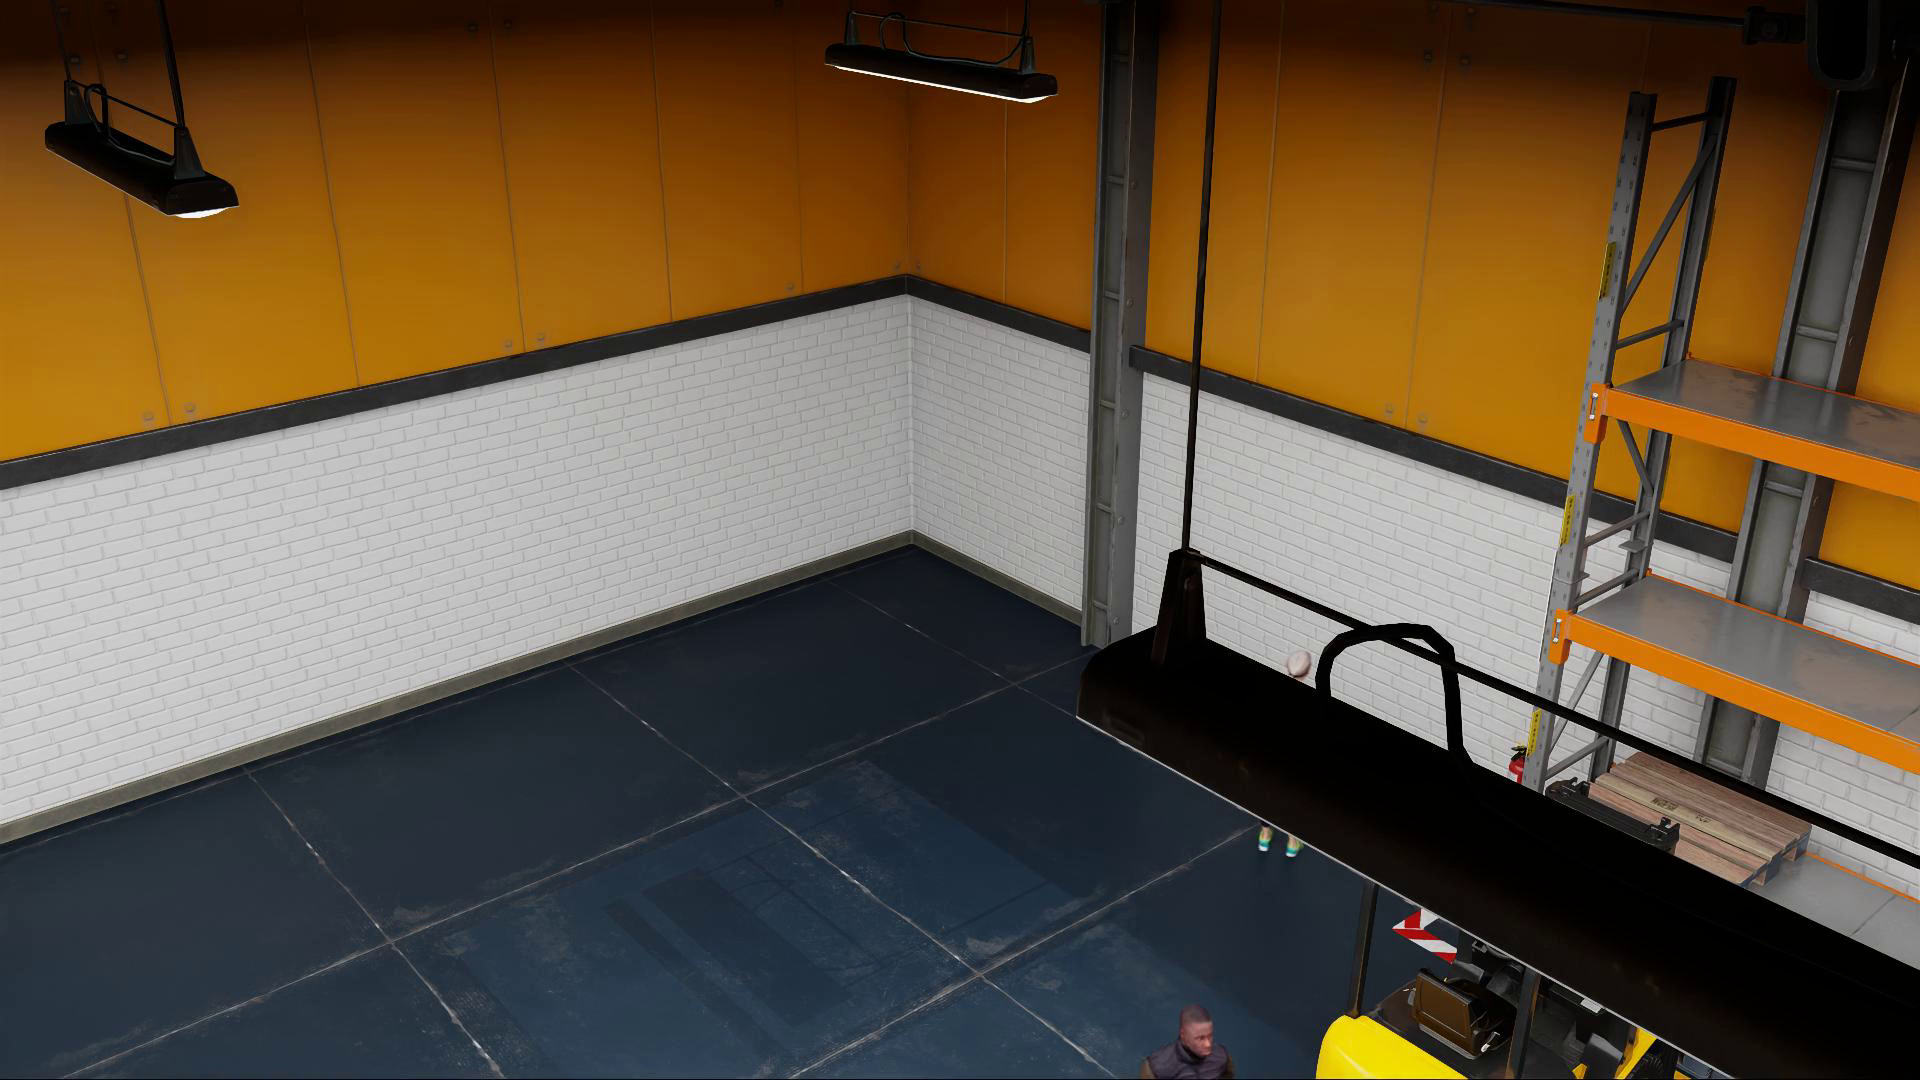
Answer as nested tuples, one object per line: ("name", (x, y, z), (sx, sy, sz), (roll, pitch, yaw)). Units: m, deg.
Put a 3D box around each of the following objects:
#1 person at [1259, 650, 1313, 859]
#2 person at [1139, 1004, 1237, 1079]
("person", (2.513, 1.620, 12.707), (0.612, 1.703, 0.727), (10, 25, 21))
("person", (1.154, 3.201, 8.938), (0.859, 1.824, 0.891), (-8, 25, -18))
